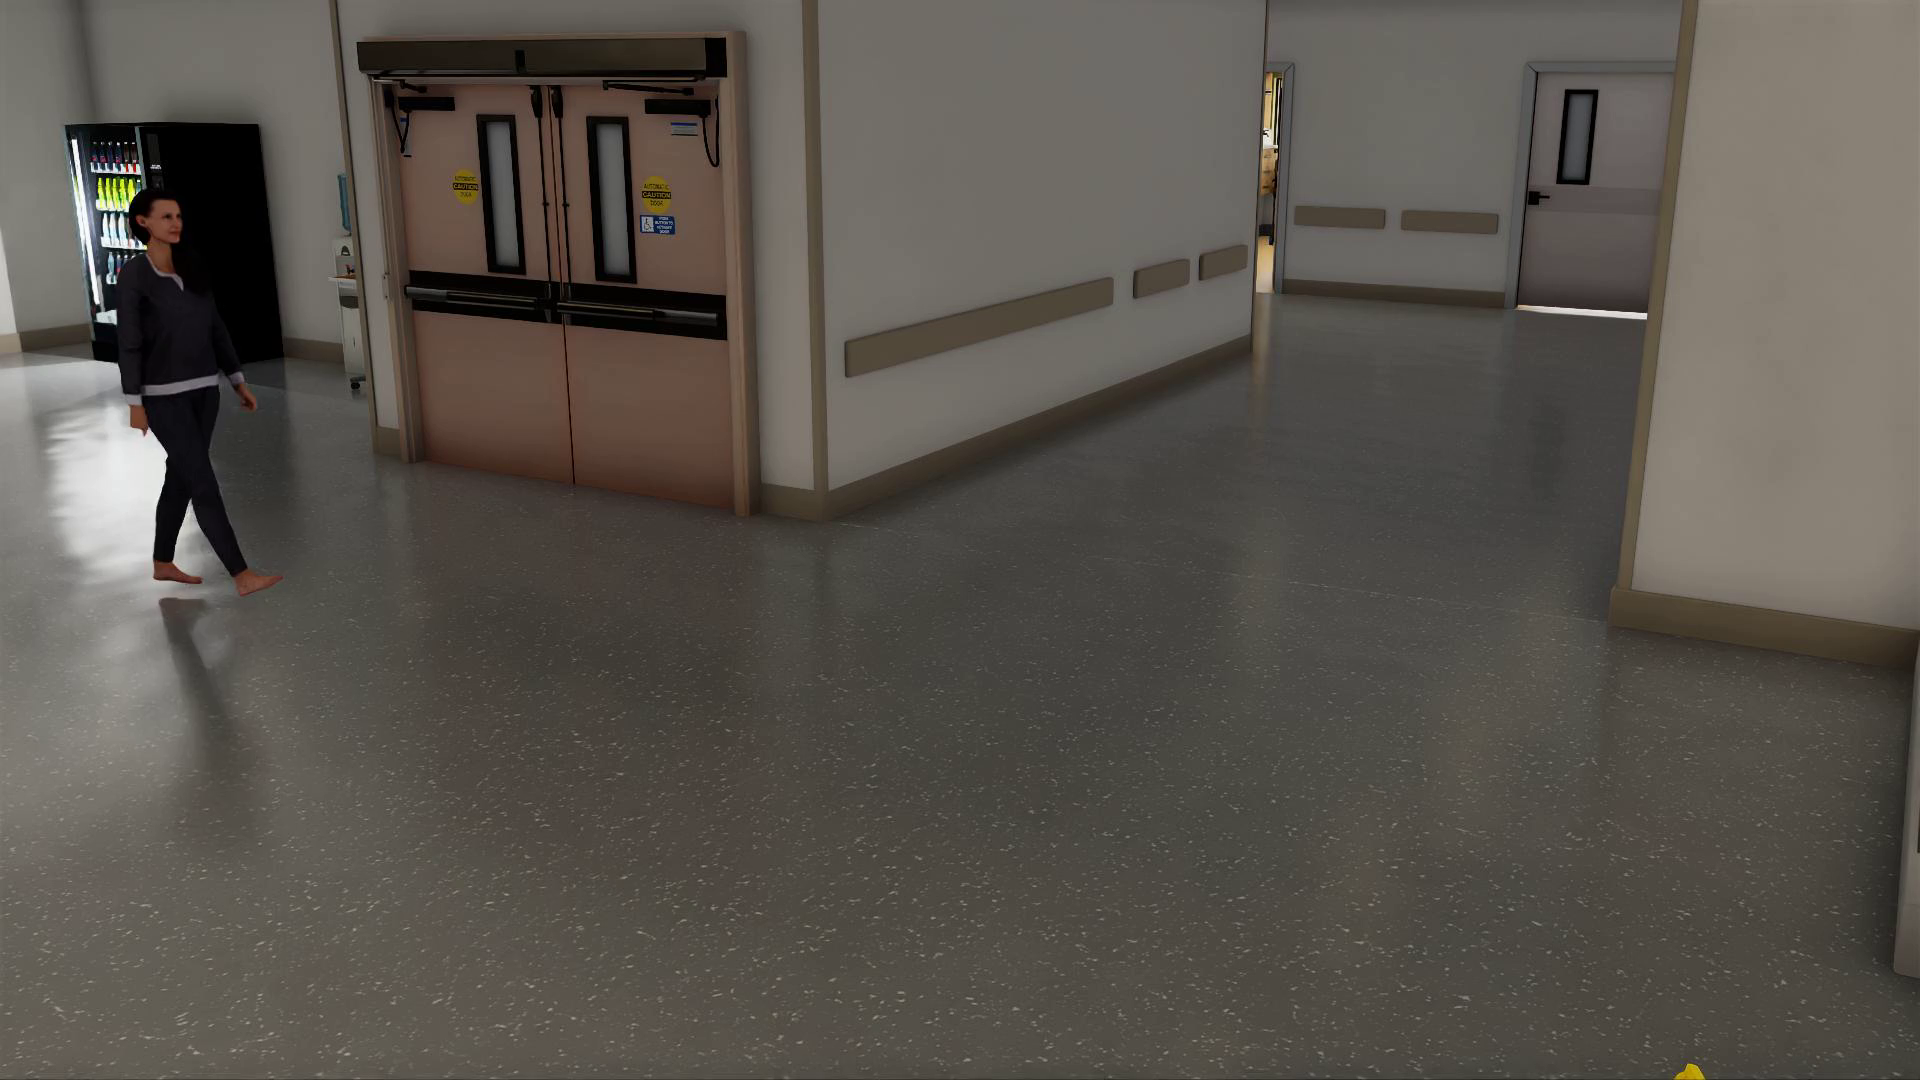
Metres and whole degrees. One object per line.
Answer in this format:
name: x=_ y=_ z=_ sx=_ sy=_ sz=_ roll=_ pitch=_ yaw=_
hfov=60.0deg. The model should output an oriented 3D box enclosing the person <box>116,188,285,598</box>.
person: x=-3.430 y=-0.608 z=7.163 sx=1.075 sy=1.731 sz=0.783 roll=4 pitch=16 yaw=14
